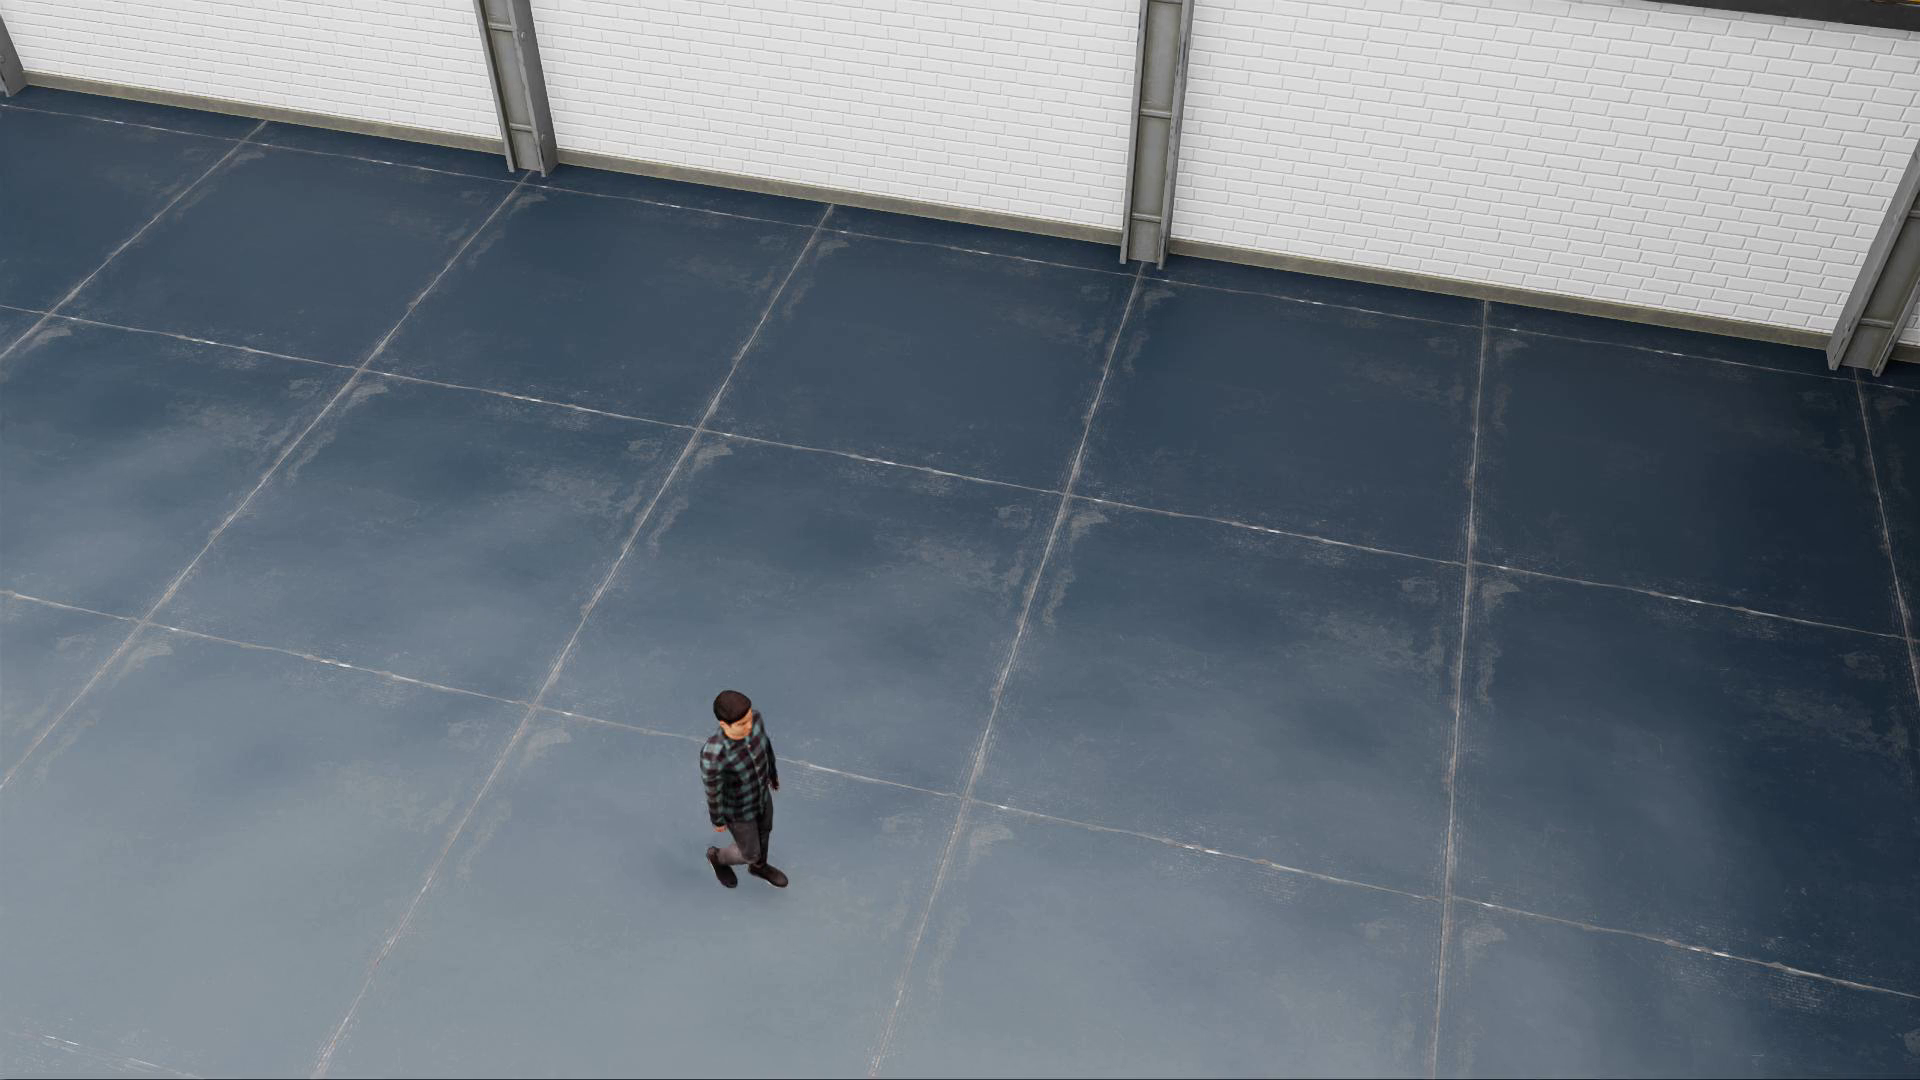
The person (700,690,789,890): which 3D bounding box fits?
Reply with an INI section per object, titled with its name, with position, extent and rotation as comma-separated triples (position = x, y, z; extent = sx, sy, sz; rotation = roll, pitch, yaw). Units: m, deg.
[person]
position = -1.280, 1.406, 9.475
extent = 0.764, 1.704, 0.758
rotation = 20, 47, 20
